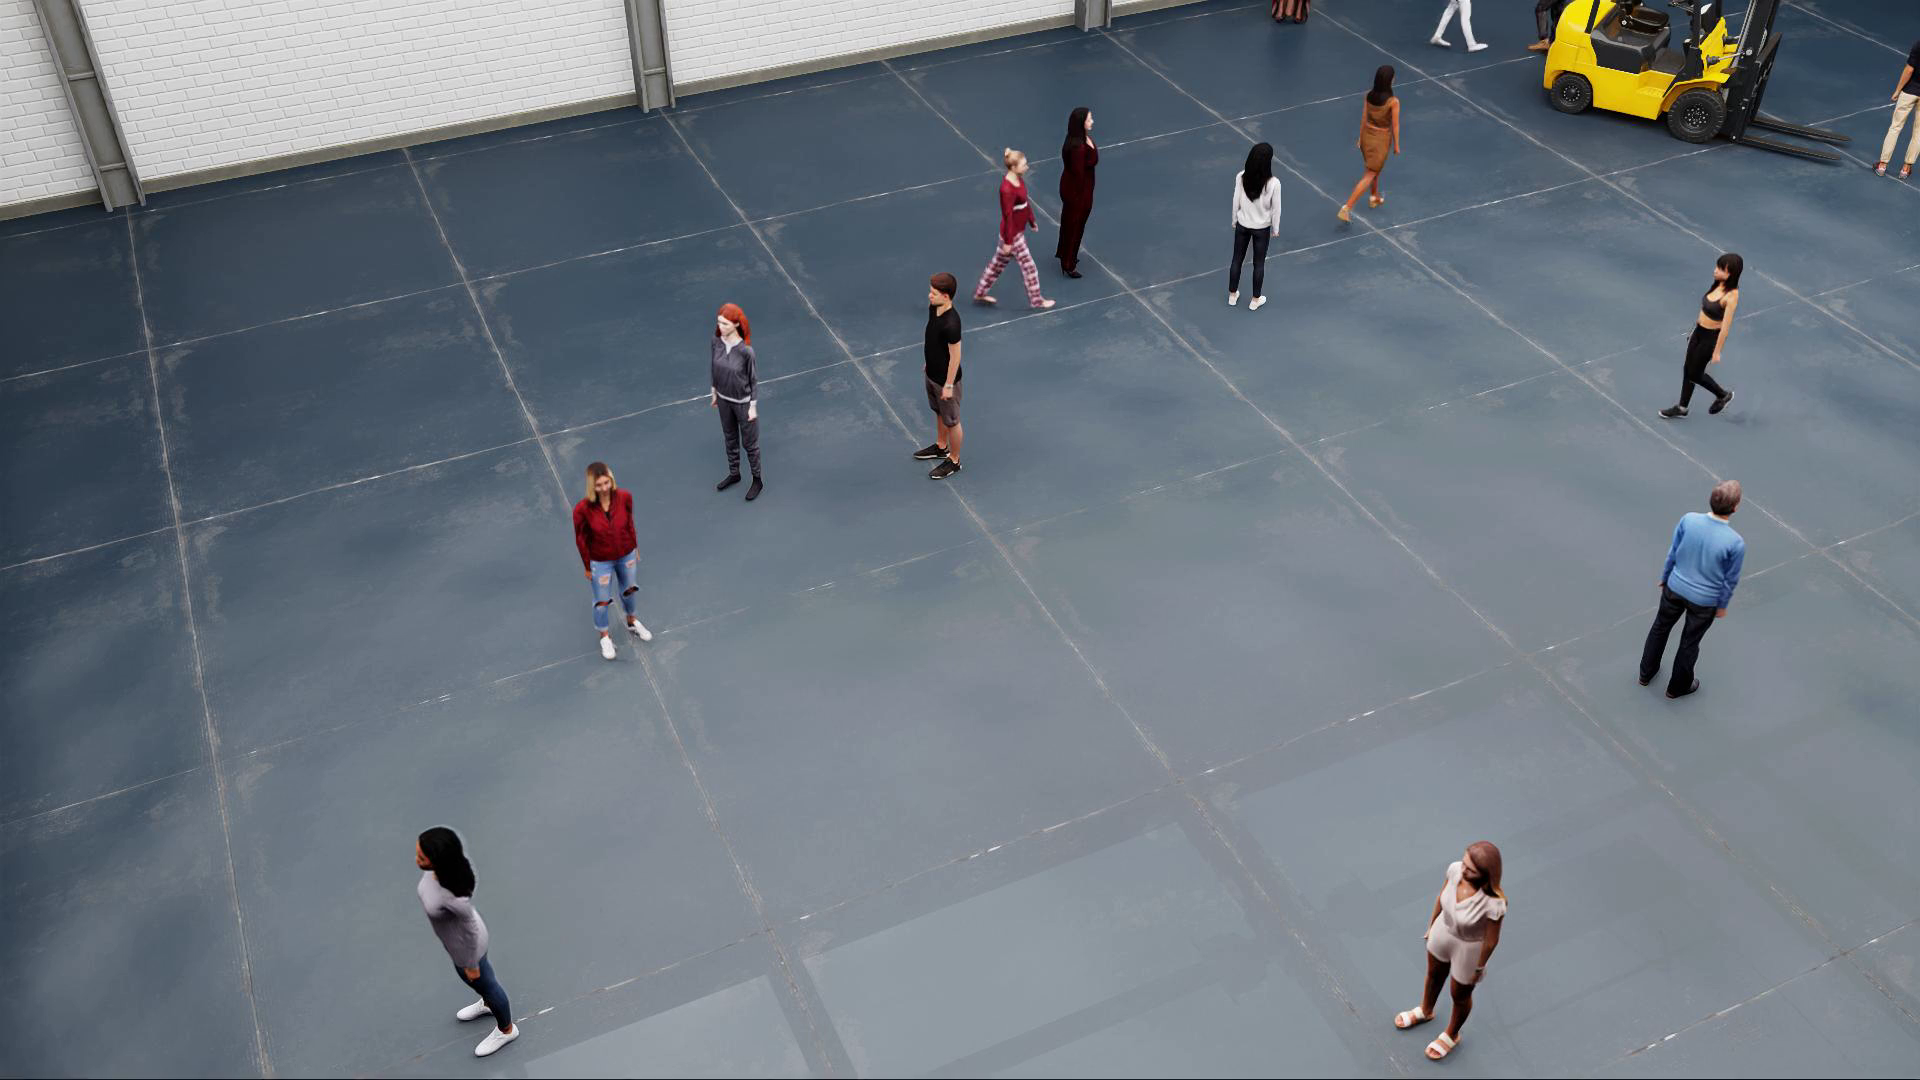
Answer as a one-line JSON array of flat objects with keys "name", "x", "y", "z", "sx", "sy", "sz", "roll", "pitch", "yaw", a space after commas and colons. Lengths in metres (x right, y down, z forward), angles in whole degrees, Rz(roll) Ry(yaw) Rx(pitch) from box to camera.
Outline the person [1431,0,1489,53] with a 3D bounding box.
[{"name": "person", "x": 6.278, "y": -7.017, "z": 21.021, "sx": 1.026, "sy": 1.638, "sz": 1.017, "roll": 19, "pitch": 42, "yaw": 22}]

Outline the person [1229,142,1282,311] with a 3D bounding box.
[{"name": "person", "x": 2.812, "y": -3.023, "z": 15.969, "sx": 0.704, "sy": 1.700, "sz": 0.744, "roll": 17, "pitch": 42, "yaw": 20}]

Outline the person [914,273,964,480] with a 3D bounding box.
[{"name": "person", "x": -0.129, "y": -1.389, "z": 13.794, "sx": 0.569, "sy": 1.862, "sz": 0.663, "roll": -15, "pitch": 41, "yaw": -18}]

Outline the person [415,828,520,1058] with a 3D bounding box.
[{"name": "person", "x": -2.777, "y": 2.237, "z": 9.356, "sx": 0.543, "sy": 1.735, "sz": 0.626, "roll": -20, "pitch": 43, "yaw": -23}]

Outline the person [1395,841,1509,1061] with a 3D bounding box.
[{"name": "person", "x": 2.809, "y": 2.274, "z": 9.340, "sx": 0.563, "sy": 1.696, "sz": 0.574, "roll": -19, "pitch": 42, "yaw": -22}]

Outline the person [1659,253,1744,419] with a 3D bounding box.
[{"name": "person", "x": 6.553, "y": -1.740, "z": 14.419, "sx": 0.901, "sy": 1.631, "sz": 0.746, "roll": 0, "pitch": 39, "yaw": 0}]

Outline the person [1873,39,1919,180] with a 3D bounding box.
[{"name": "person", "x": 10.465, "y": -4.858, "z": 18.141, "sx": 0.711, "sy": 1.857, "sz": 0.757, "roll": 15, "pitch": 41, "yaw": 18}]

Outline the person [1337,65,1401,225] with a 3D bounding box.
[{"name": "person", "x": 4.284, "y": -4.078, "z": 17.328, "sx": 1.127, "sy": 1.654, "sz": 0.723, "roll": -24, "pitch": 45, "yaw": -27}]

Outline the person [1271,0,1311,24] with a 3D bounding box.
[{"name": "person", "x": 4.416, "y": -7.587, "z": 21.735, "sx": 0.735, "sy": 1.637, "sz": 0.823, "roll": 7, "pitch": 39, "yaw": 9}]

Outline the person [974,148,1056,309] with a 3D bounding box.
[{"name": "person", "x": 0.430, "y": -2.958, "z": 15.924, "sx": 1.145, "sy": 1.656, "sz": 0.967, "roll": 4, "pitch": 39, "yaw": 4}]

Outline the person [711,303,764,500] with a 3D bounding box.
[{"name": "person", "x": -1.821, "y": -1.141, "z": 13.549, "sx": 0.656, "sy": 1.780, "sz": 0.687, "roll": 19, "pitch": 42, "yaw": 22}]

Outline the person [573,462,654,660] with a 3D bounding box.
[{"name": "person", "x": -2.534, "y": 0.122, "z": 12.086, "sx": 0.513, "sy": 1.633, "sz": 0.700, "roll": -25, "pitch": 45, "yaw": -27}]

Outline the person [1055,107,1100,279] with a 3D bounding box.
[{"name": "person", "x": 1.142, "y": -3.461, "z": 16.472, "sx": 0.760, "sy": 1.756, "sz": 0.760, "roll": -1, "pitch": 39, "yaw": -1}]

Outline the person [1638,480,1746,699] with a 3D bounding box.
[{"name": "person", "x": 5.149, "y": 0.339, "z": 11.664, "sx": 0.659, "sy": 1.820, "sz": 0.711, "roll": -28, "pitch": 46, "yaw": -30}]

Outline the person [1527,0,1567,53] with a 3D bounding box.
[{"name": "person", "x": 7.583, "y": -6.934, "z": 20.866, "sx": 0.825, "sy": 1.701, "sz": 0.695, "roll": 30, "pitch": 48, "yaw": 32}]
